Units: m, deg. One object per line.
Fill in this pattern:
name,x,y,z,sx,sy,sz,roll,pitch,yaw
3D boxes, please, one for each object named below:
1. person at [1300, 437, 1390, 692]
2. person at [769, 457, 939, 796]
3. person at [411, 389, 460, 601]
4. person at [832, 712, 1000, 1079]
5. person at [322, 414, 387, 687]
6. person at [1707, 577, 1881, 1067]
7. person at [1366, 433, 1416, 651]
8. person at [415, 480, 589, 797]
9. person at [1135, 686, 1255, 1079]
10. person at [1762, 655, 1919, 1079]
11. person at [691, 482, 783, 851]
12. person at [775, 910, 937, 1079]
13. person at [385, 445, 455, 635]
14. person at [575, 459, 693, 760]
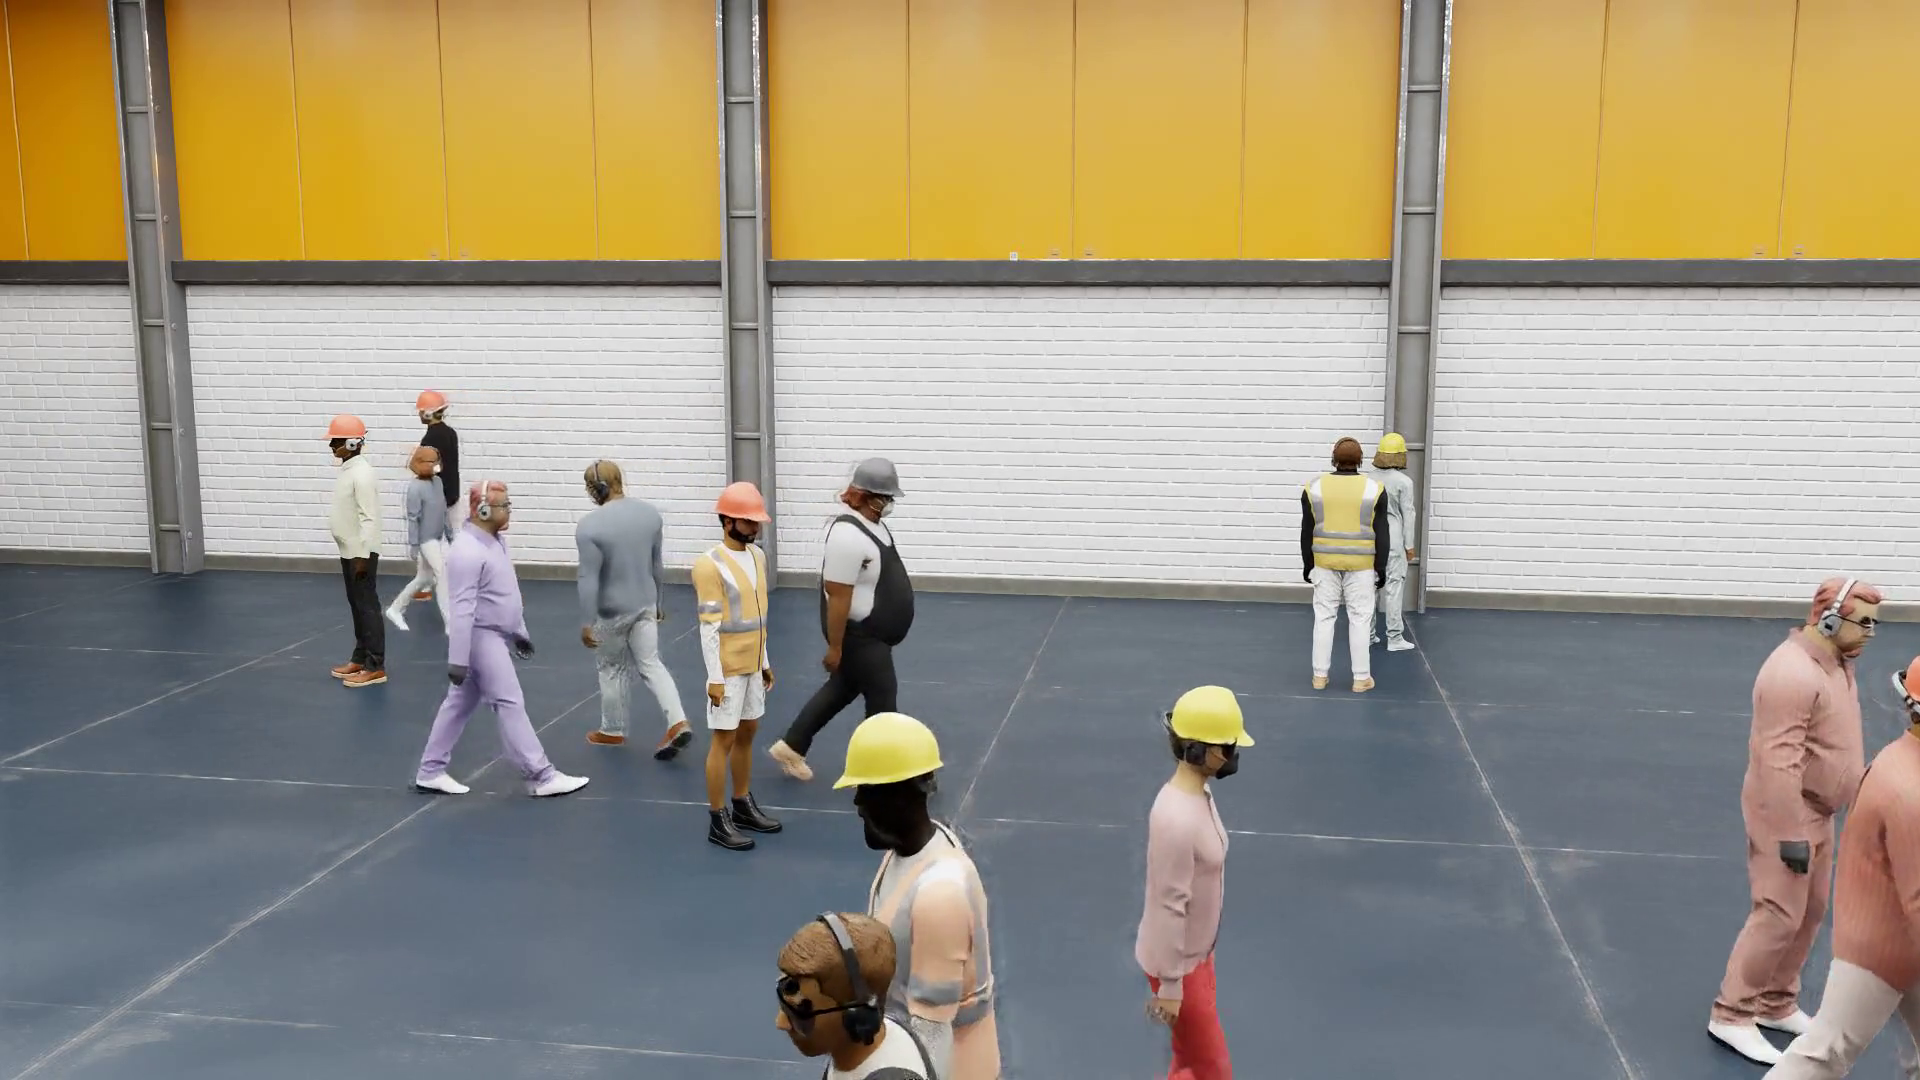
person,2.780,0.177,12.010,0.633,1.846,0.429,4,10,21
person,-0.646,0.467,9.619,0.982,2.000,0.700,1,9,5
person,-4.692,-0.400,15.214,0.906,1.971,0.621,2,9,11
person,-0.091,1.391,4.350,0.439,1.900,0.605,-2,10,-15
person,-4.439,0.069,12.214,0.378,1.995,0.612,-6,11,-32
person,3.231,1.061,6.439,0.458,1.885,0.678,8,12,40
person,3.433,0.013,13.333,0.294,1.744,0.486,-8,12,-42
person,-2.693,0.575,9.534,1.015,1.855,0.643,-1,9,-7
person,0.713,1.311,5.263,0.401,1.749,0.536,3,10,16
person,2.903,1.253,5.093,1.079,1.926,0.603,7,11,36
person,-1.162,0.652,8.800,0.359,1.936,0.544,4,10,25
person,-0.261,1.594,3.357,0.739,1.811,0.549,0,9,2
person,-4.459,0.002,13.833,0.782,1.603,0.509,1,9,5
person,-2.040,0.440,10.298,0.915,1.890,0.654,8,12,41
